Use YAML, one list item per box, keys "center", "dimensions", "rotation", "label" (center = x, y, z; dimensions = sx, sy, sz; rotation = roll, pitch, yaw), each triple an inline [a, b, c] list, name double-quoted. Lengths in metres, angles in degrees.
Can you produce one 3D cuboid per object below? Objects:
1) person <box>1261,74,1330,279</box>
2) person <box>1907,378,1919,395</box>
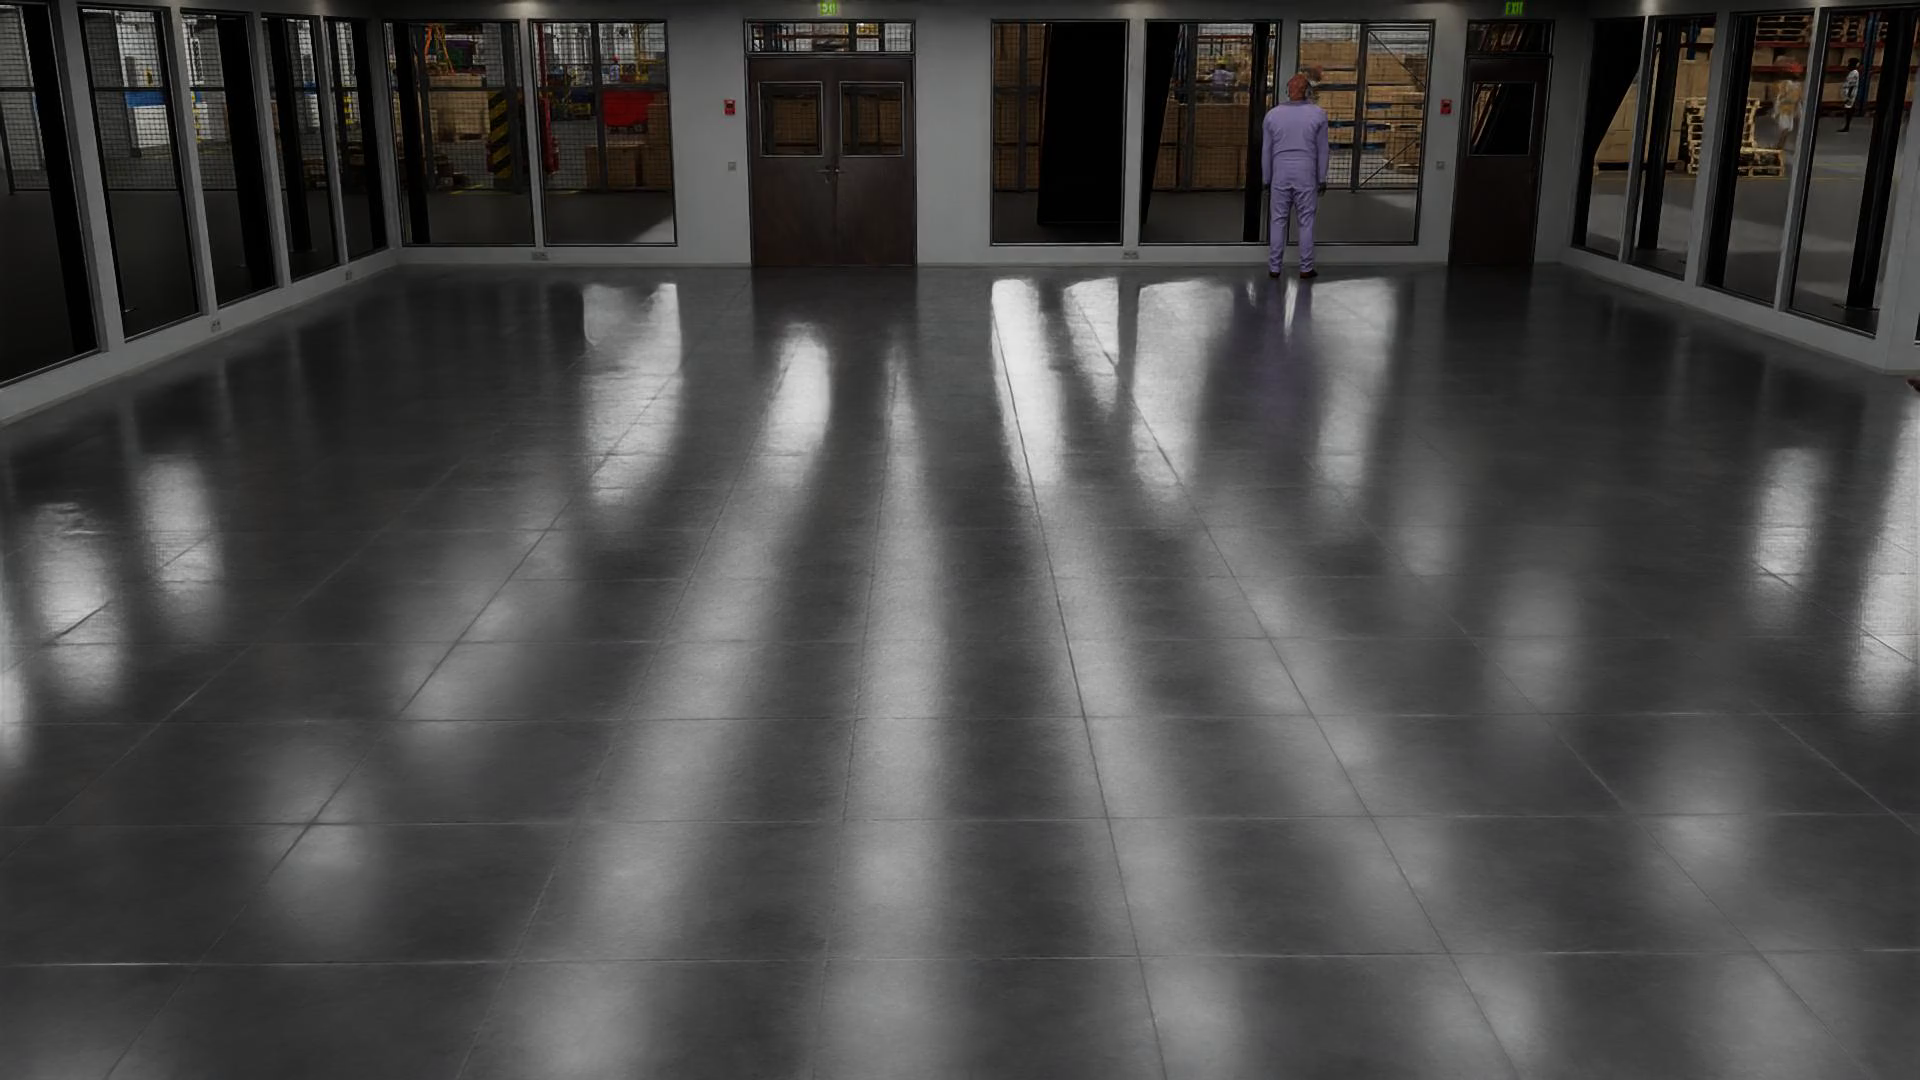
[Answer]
- center: [3.196, -3.457, 15.863]
  dimensions: [0.636, 1.911, 0.406]
  rotation: [6, 17, 20]
  label: "person"
- center: [6.367, -1.647, 9.895]
  dimensions: [0.517, 1.808, 0.990]
  rotation: [-14, 22, -40]
  label: "person"
